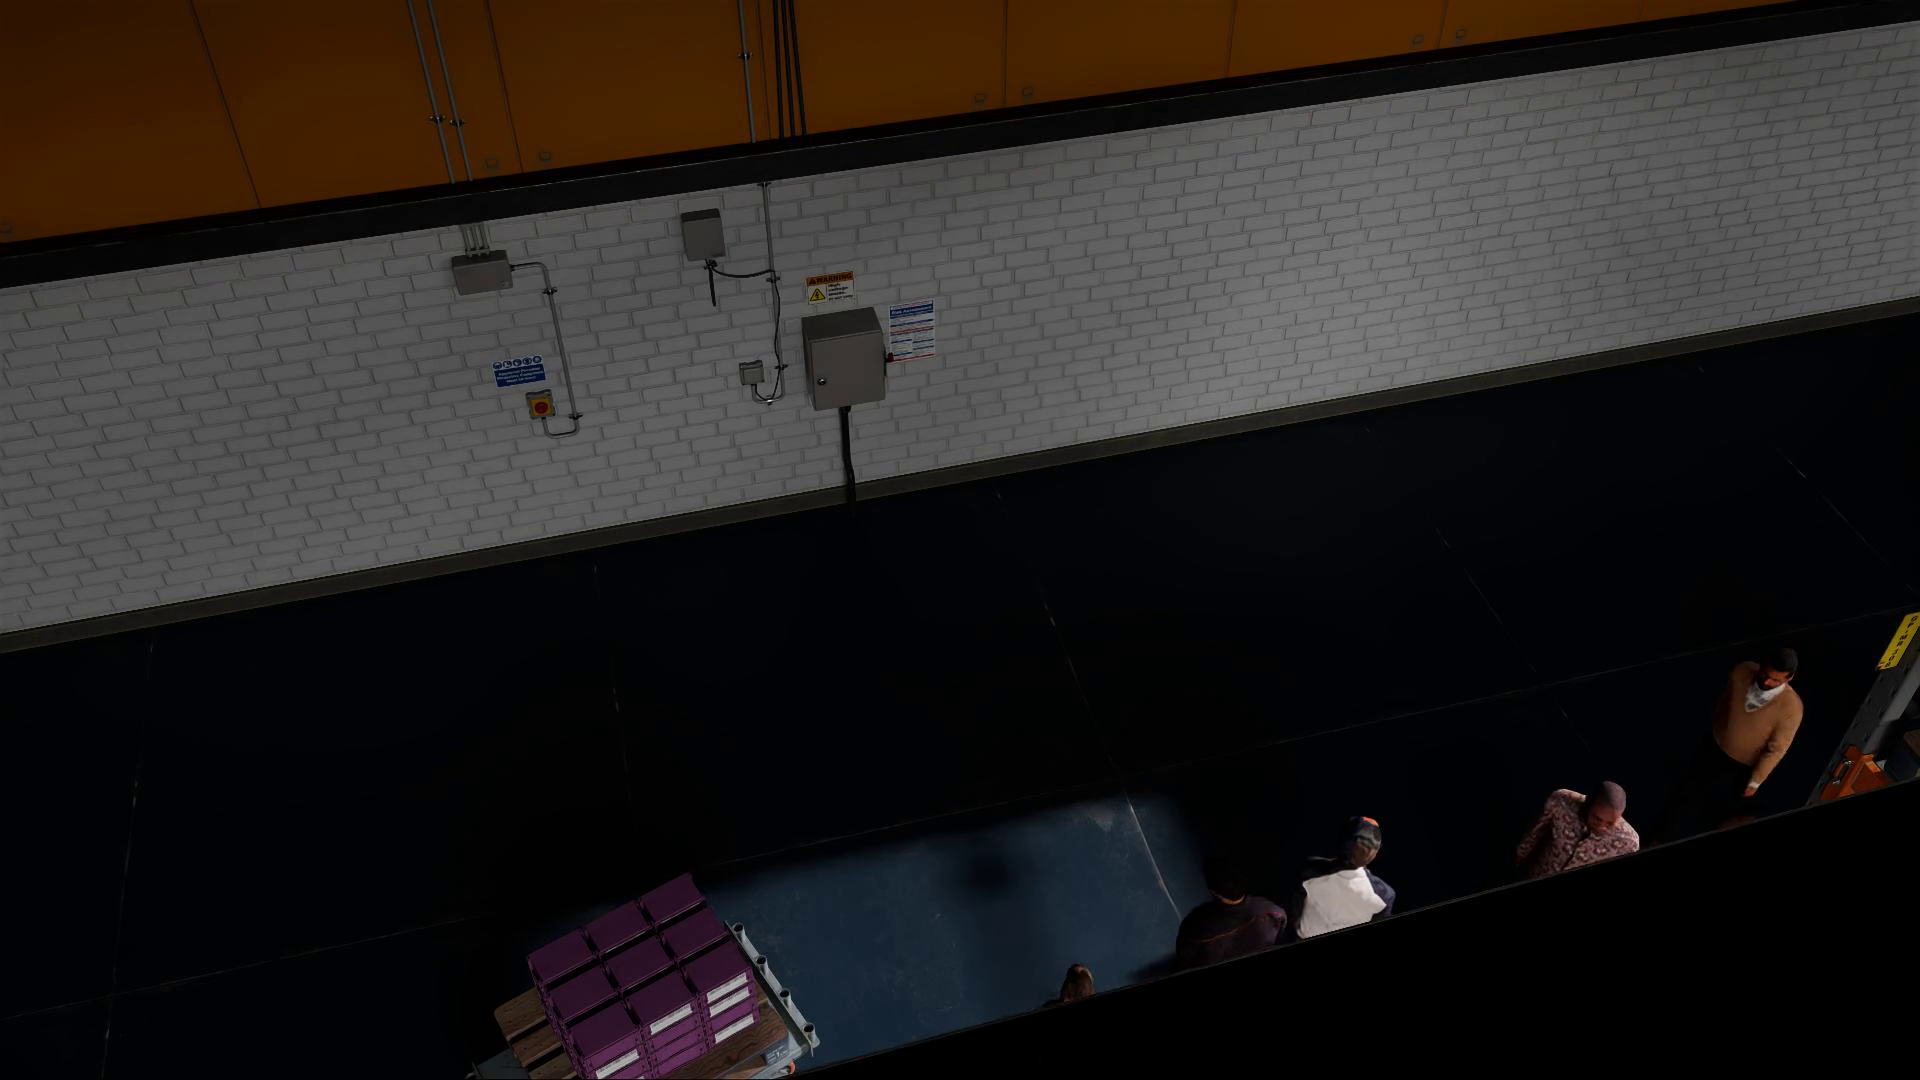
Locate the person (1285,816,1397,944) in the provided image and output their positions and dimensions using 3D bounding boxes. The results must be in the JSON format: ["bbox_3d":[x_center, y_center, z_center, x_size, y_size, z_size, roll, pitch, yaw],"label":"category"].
[{"bbox_3d":[1.885,2.078,8.535,0.765,1.891,0.795,15,46,15],"label":"person"}]

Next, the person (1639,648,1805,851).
[{"bbox_3d":[4.554,1.195,9.585,0.945,1.720,1.172,-22,48,-22],"label":"person"}]

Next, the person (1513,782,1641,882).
[{"bbox_3d":[3.273,1.789,8.927,1.206,1.769,1.209,28,50,26],"label":"person"}]

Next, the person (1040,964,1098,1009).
[{"bbox_3d":[0.545,2.522,8.217,0.755,1.687,0.968,3,44,3],"label":"person"}]

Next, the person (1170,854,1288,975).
[{"bbox_3d":[1.354,2.225,8.365,0.792,1.913,0.817,-3,44,-4],"label":"person"}]
